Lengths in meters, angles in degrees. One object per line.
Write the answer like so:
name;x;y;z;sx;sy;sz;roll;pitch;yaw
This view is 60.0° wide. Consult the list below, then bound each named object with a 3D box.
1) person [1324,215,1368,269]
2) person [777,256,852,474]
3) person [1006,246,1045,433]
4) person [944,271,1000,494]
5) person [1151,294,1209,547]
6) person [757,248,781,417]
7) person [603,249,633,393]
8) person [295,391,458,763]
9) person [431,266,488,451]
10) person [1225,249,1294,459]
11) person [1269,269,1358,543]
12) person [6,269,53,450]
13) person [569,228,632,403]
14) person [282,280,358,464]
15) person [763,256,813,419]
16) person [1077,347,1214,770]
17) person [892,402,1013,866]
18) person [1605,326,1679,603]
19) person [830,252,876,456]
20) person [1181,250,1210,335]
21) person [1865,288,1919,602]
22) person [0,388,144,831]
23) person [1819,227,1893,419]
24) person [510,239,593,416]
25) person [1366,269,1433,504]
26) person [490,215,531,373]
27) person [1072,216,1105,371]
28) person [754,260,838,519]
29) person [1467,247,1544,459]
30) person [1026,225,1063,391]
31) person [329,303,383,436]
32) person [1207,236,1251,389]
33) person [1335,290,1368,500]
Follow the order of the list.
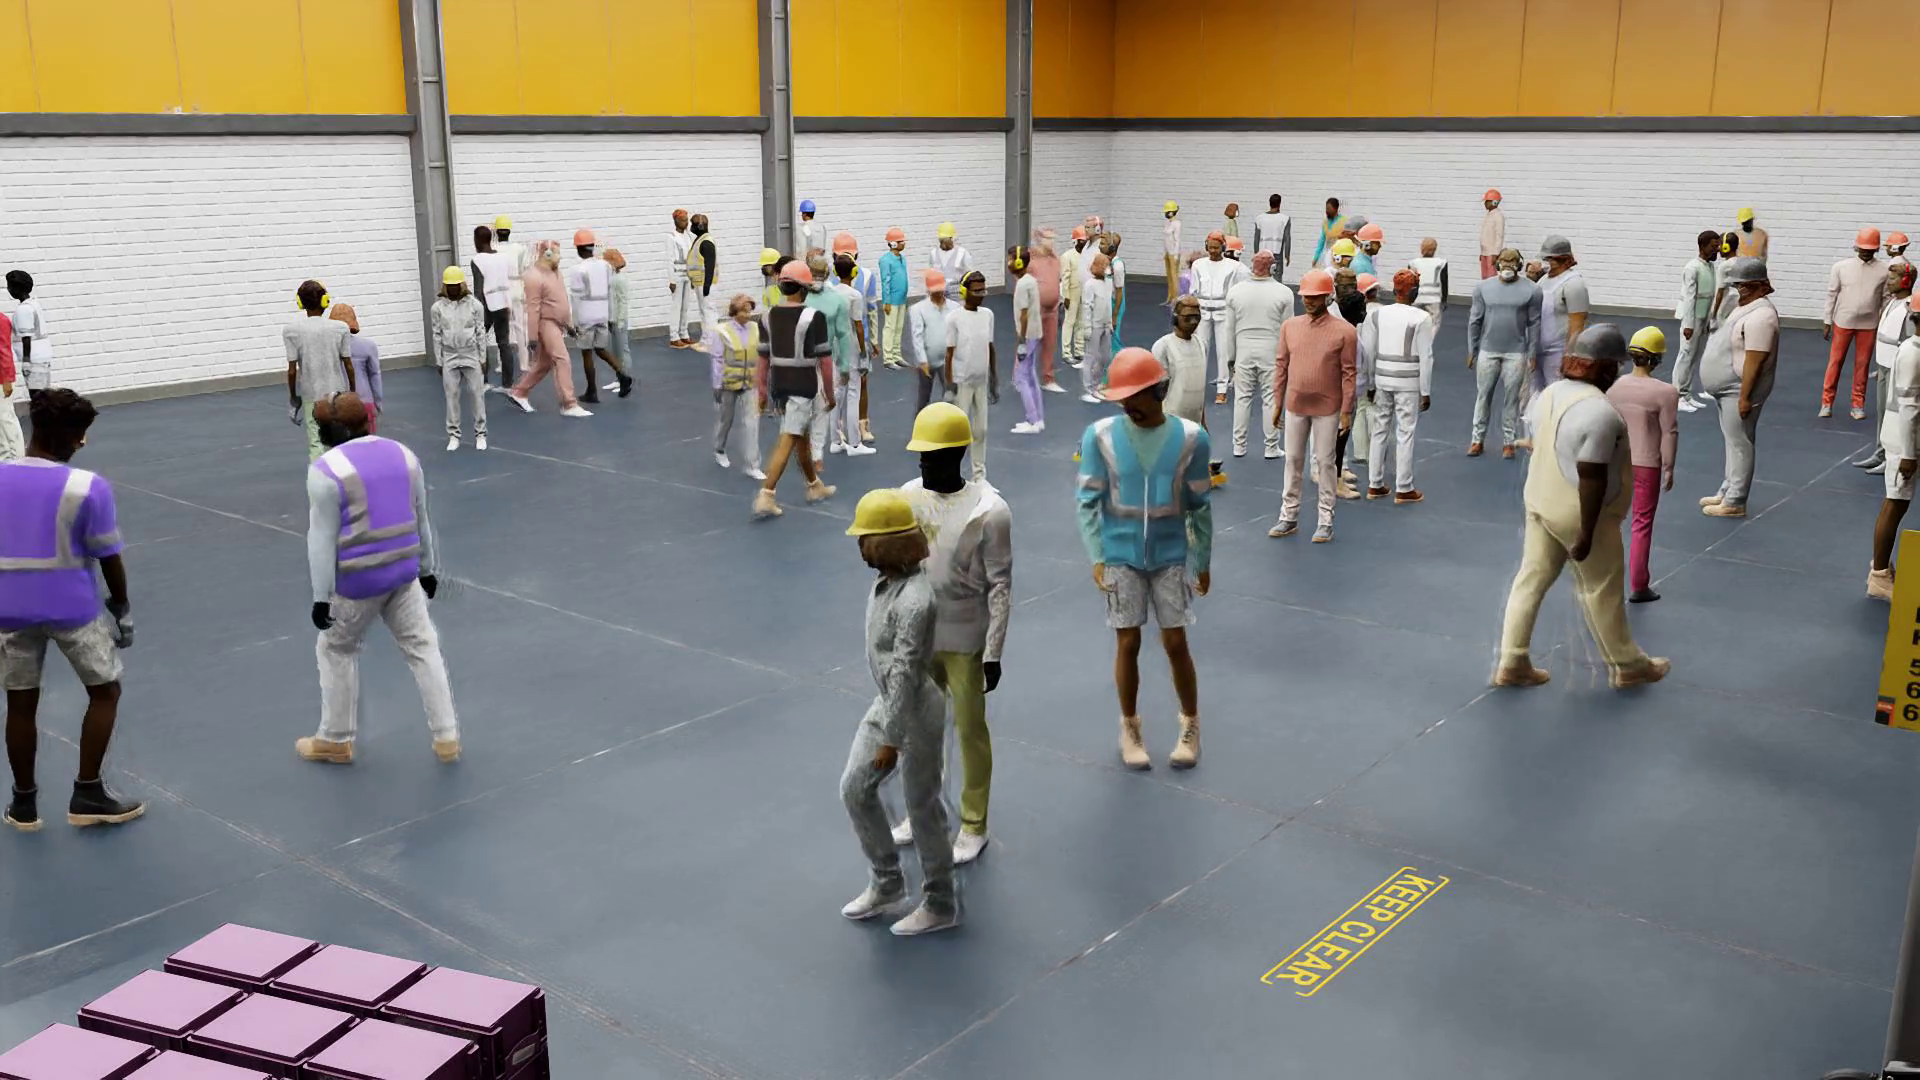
person;4.416;-2.652;18.773;0.535;2.000;0.687;-5;15;-21
person;-1.286;-1.541;14.598;0.667;1.916;0.456;-2;14;-7
person;0.647;-1.984;16.526;0.410;1.844;0.532;2;14;9
person;0.091;-1.264;13.590;0.541;1.860;0.325;-11;18;-38
person;1.580;-0.832;11.899;0.514;1.843;0.338;-11;18;-37
person;-1.942;-2.167;17.413;0.339;1.761;0.524;-4;15;-15
person;-3.935;-2.508;19.025;0.281;1.633;0.500;-8;16;-30
person;-2.823;0.191;7.909;0.834;1.793;0.718;8;16;28
person;-4.673;-1.695;15.571;0.480;1.734;0.333;-3;14;-12
person;2.744;-1.688;15.193;0.644;1.908;0.408;6;15;22
person;2.577;-0.980;12.181;0.622;1.993;0.381;9;17;31
person;-8.729;-1.697;15.673;0.319;1.688;0.540;-5;15;-19
person;-3.959;-2.427;18.142;0.611;1.917;0.548;10;17;36
person;-4.884;-1.058;12.771;0.517;1.862;0.327;-6;15;-22
person;-1.780;-2.076;17.168;0.532;1.696;0.318;8;16;30
person;0.868;0.103;7.831;0.645;2.008;0.513;1;14;5
person;-0.060;0.384;6.867;0.586;1.928;0.369;10;17;36
person;4.323;-0.483;10.661;0.313;1.767;0.534;-14;19;-43
person;-1.035;-1.715;15.367;0.514;1.875;0.328;12;19;41
person;2.688;-2.489;18.959;0.360;1.626;0.532;8;16;28
person;6.094;-0.618;10.636;0.375;2.044;0.604;8;16;30
person;-3.940;0.309;7.170;0.689;1.932;0.374;-2;14;-6
person;9.297;-2.242;17.245;0.621;1.982;0.407;5;15;19
person;-4.366;-2.232;17.481;0.939;1.860;0.628;1;14;5
person;3.543;-1.238;13.436;0.339;1.882;0.584;-13;19;-42
person;-5.560;-3.010;20.431;0.592;1.926;0.366;-7;16;-26
person;1.648;-3.036;20.576;0.402;1.911;0.638;-6;15;-21
person;-1.323;-1.186;13.040;0.601;1.987;1.082;10;17;35
person;4.965;-1.710;15.223;0.635;1.933;0.353;6;15;22
person;0.929;-2.626;18.977;0.648;1.914;0.408;-12;18;-40
person;-4.860;-1.069;13.271;0.497;1.633;0.284;-6;15;-23
person;3.132;-2.638;19.299;0.330;1.751;0.563;-7;16;-25
person;3.173;-1.192;13.631;0.320;1.698;0.531;2;14;9
